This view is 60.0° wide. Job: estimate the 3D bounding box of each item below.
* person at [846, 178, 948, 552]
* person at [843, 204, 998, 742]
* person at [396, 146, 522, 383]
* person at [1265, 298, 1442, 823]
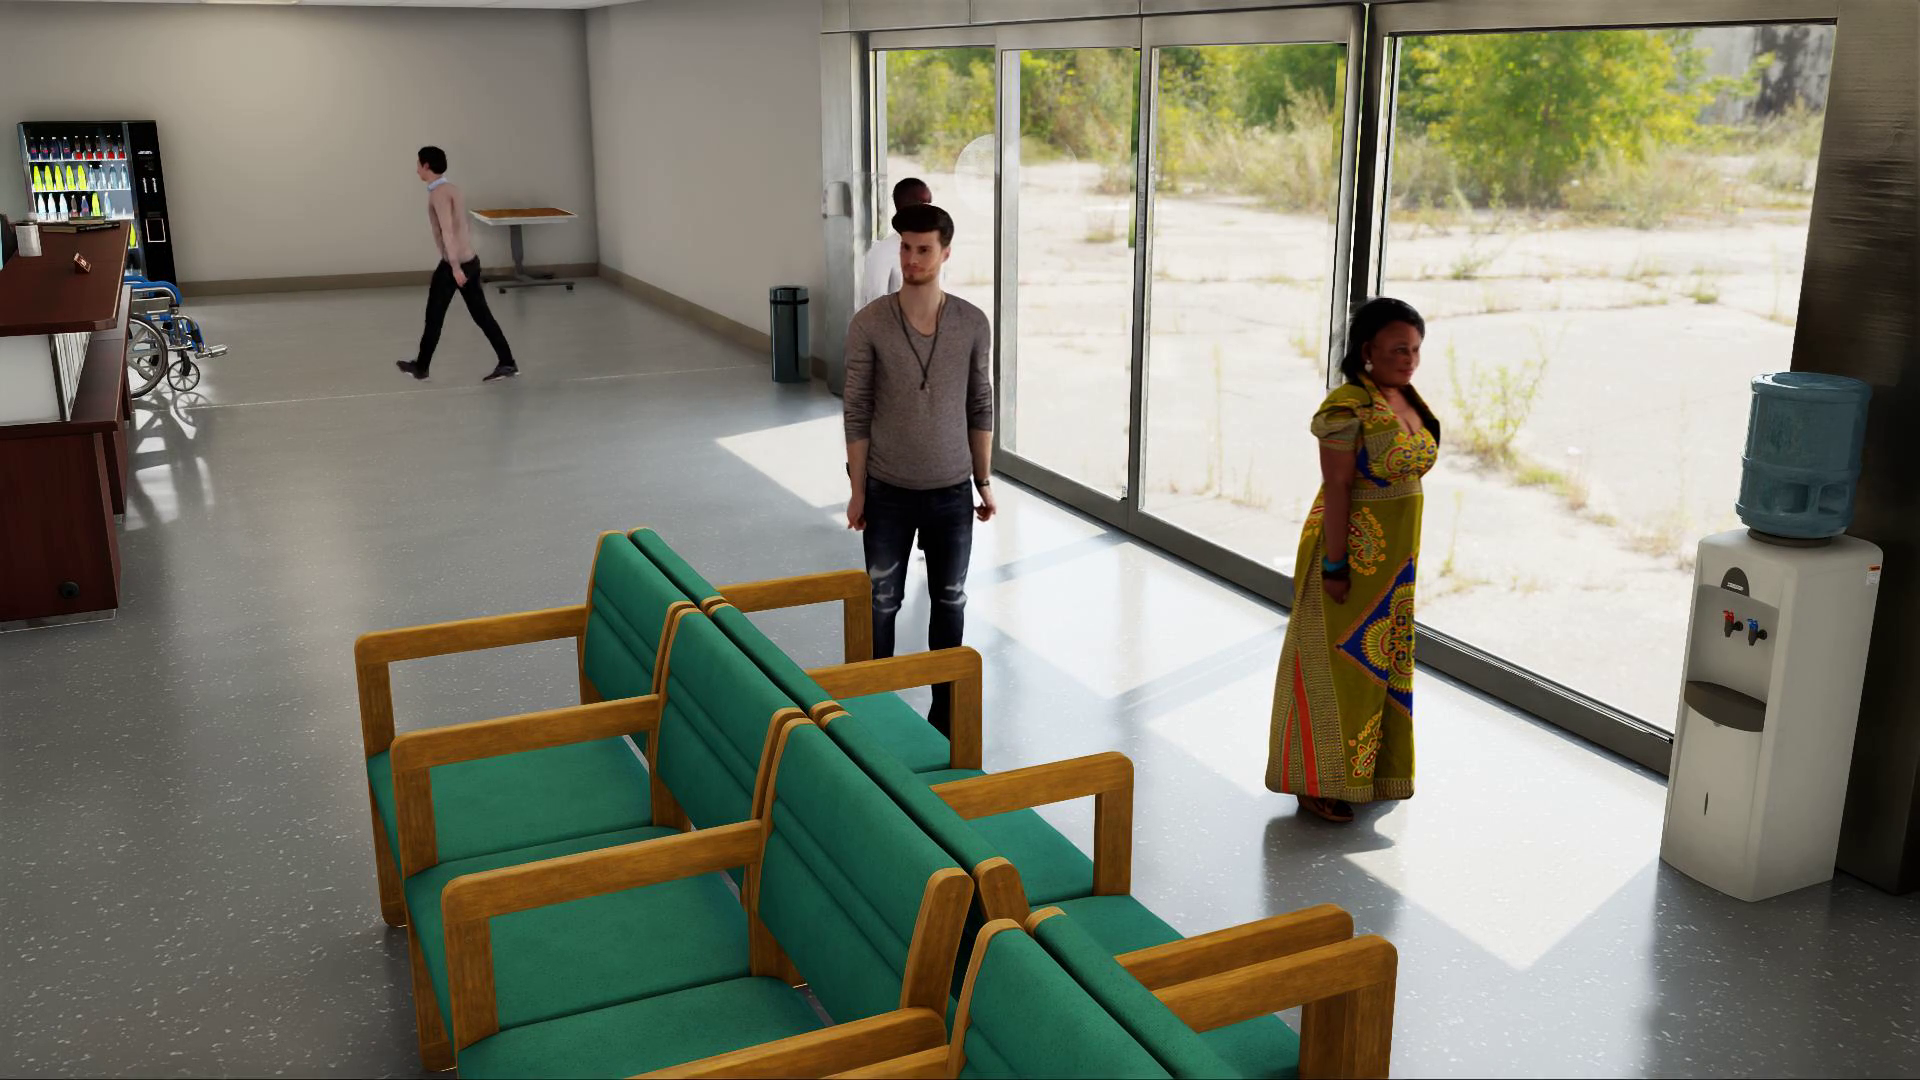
[{"bbox_3d":[-0.283,-0.845,8.179,1.085,1.816,0.956,-15,22,-42],"label":"person"},{"bbox_3d":[-0.145,-0.194,5.710,0.594,1.903,0.789,-3,16,-11],"label":"person"},{"bbox_3d":[-3.684,-2.024,12.472,1.272,1.756,1.000,-1,16,-4],"label":"person"},{"bbox_3d":[1.282,0.052,5.286,1.029,1.659,0.884,14,21,41],"label":"person"}]
